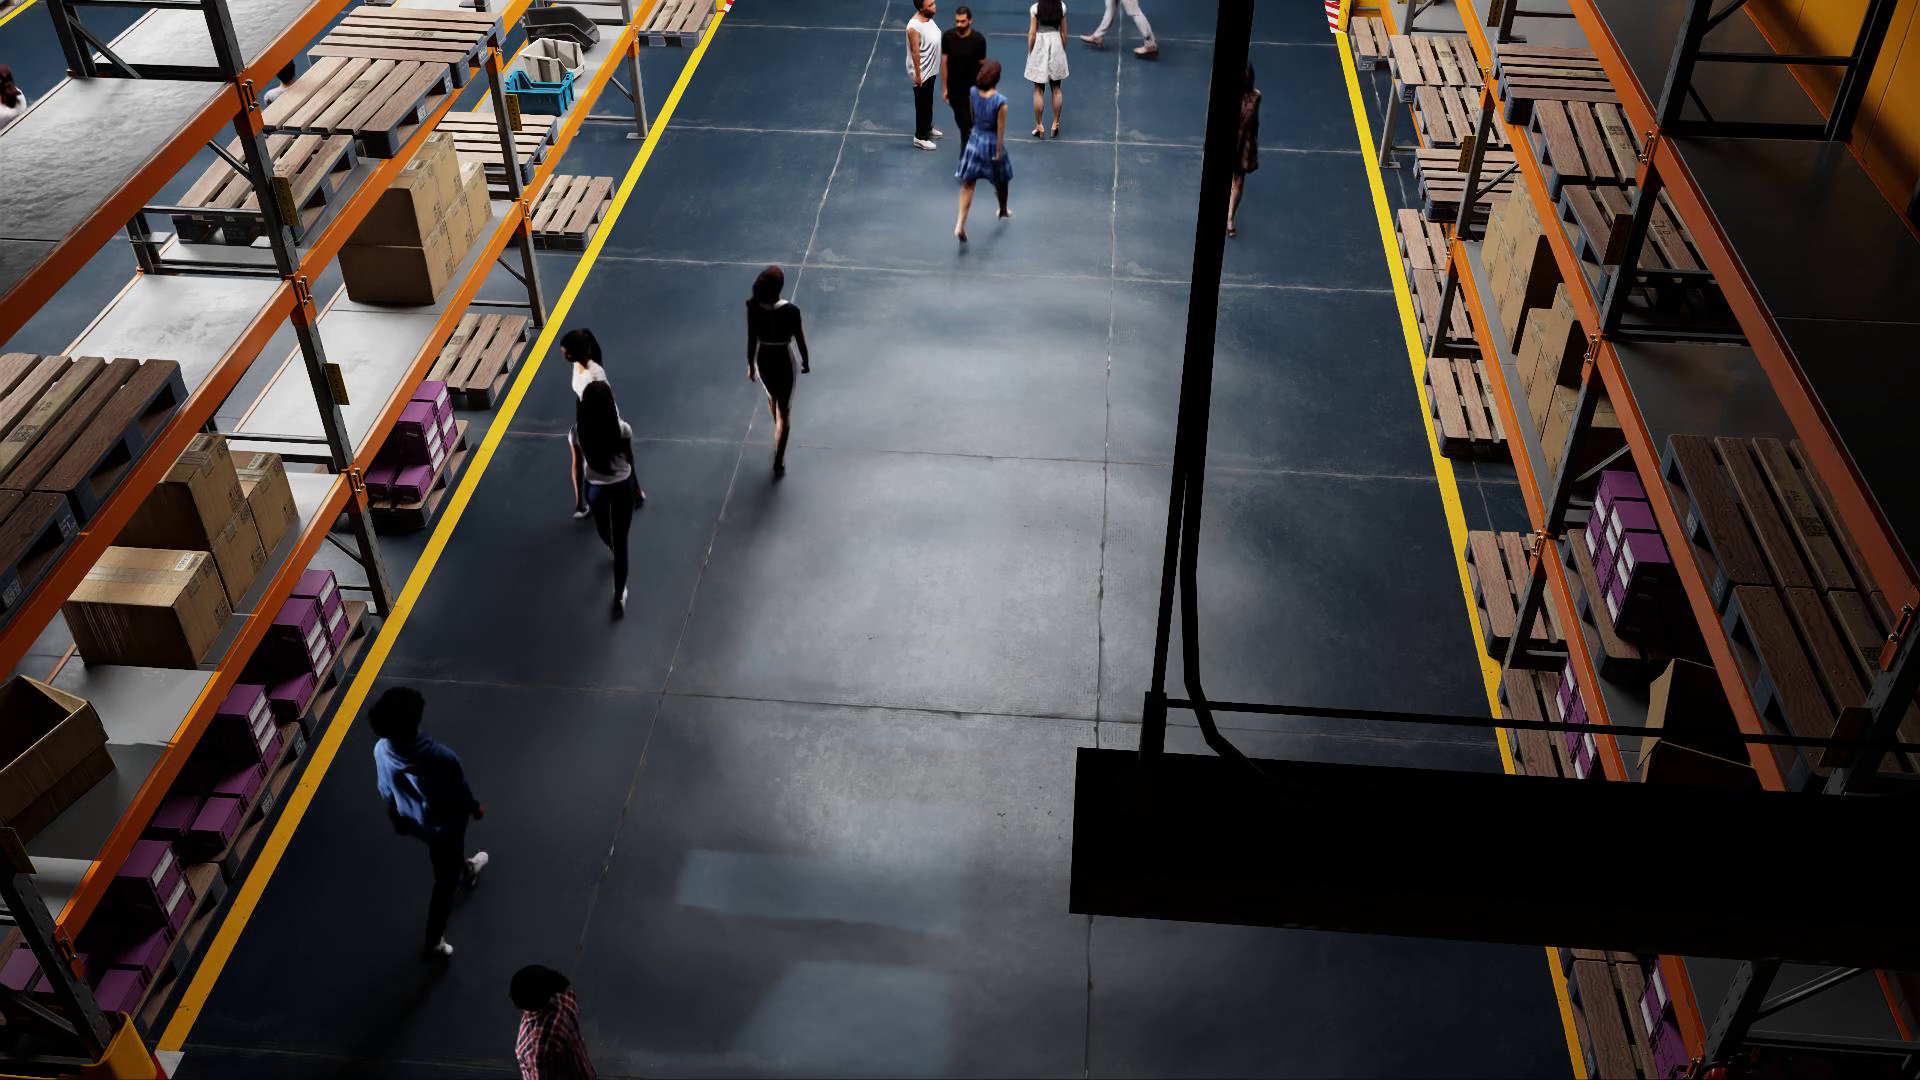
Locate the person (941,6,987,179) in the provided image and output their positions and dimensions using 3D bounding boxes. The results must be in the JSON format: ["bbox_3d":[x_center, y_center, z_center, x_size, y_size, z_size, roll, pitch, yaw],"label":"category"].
[{"bbox_3d":[0.041,-4.761,17.413,0.797,1.715,1.234,9,40,12],"label":"person"}]

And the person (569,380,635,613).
[{"bbox_3d":[-2.477,-0.257,11.762,0.738,1.729,1.125,-4,39,-5],"label":"person"}]

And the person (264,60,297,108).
[{"bbox_3d":[-6.302,-3.756,16.035,0.682,1.864,0.575,-1,39,-1],"label":"person"}]

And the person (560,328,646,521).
[{"bbox_3d":[-2.648,-0.916,12.683,0.876,1.609,0.871,-18,42,-21],"label":"person"}]

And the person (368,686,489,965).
[{"bbox_3d":[-3.004,1.610,9.381,0.856,1.783,1.212,12,40,15],"label":"person"}]

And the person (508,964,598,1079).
[{"bbox_3d":[-1.877,2.642,8.117,0.848,1.747,0.745,-5,39,-6],"label":"person"}]

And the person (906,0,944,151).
[{"bbox_3d":[-0.371,-5.059,17.807,0.751,1.688,0.595,9,40,11],"label":"person"}]

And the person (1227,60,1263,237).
[{"bbox_3d":[2.671,-3.869,16.259,0.740,1.761,0.984,-4,39,-6],"label":"person"}]

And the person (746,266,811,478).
[{"bbox_3d":[-1.443,-1.265,12.987,0.619,1.775,0.903,4,39,5],"label":"person"}]

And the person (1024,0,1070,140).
[{"bbox_3d":[0.936,-5.204,17.920,0.723,1.774,0.728,-7,39,-9],"label":"person"}]

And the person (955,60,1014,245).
[{"bbox_3d":[0.205,-3.679,16.026,0.981,1.756,1.265,20,43,23],"label":"person"}]

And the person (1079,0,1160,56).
[{"bbox_3d":[2.037,-6.596,19.609,1.013,1.841,1.286,16,41,19],"label":"person"}]
